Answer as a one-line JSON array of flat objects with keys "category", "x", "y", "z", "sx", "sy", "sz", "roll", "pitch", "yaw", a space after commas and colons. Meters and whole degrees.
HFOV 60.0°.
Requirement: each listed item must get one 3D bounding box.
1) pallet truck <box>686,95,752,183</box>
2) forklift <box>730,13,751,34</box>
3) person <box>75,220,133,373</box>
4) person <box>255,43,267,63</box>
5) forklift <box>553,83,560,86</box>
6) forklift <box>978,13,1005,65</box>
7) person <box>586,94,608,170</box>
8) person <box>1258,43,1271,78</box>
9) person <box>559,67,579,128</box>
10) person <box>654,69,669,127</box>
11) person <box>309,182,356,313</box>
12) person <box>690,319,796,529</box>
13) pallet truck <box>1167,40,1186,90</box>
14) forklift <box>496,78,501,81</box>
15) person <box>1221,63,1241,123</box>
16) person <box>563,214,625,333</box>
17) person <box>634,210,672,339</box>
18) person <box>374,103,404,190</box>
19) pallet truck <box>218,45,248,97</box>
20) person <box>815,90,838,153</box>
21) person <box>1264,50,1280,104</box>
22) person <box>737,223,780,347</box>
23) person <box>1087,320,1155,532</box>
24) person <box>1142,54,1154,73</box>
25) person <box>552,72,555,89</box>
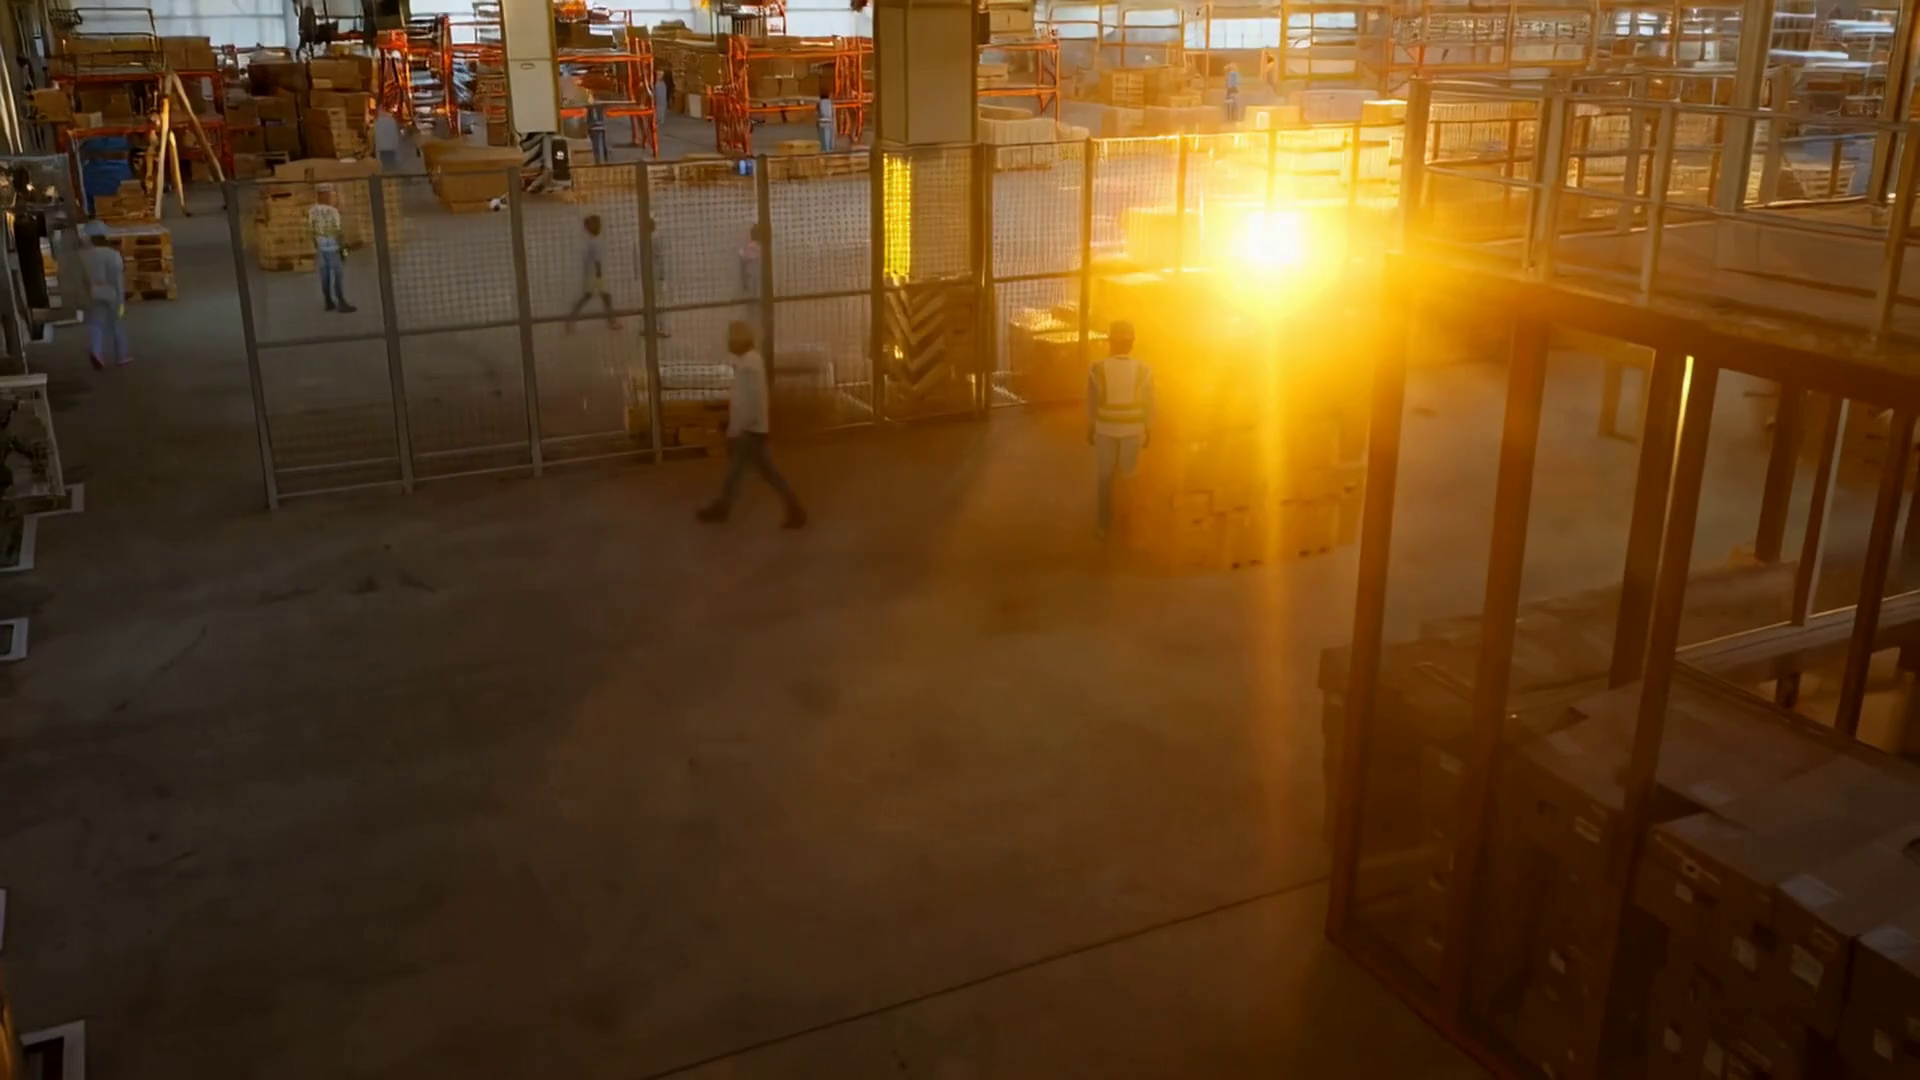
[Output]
[{"category": "pallet truck", "x": -5.836, "y": -9.608, "z": 39.856, "sx": 0.823, "sy": 1.965, "sz": 1.885, "roll": 10, "pitch": 22, "yaw": 27}, {"category": "forklift", "x": -10.475, "y": -23.842, "z": 79.782, "sx": 1.129, "sy": 2.768, "sz": 1.873, "roll": -9, "pitch": 21, "yaw": -25}, {"category": "person", "x": -10.928, "y": -3.104, "z": 21.167, "sx": 0.595, "sy": 1.900, "sz": 0.886, "roll": -1, "pitch": 19, "yaw": -4}, {"category": "person", "x": -29.187, "y": -19.847, "z": 69.664, "sx": 0.547, "sy": 1.922, "sz": 0.615, "roll": 8, "pitch": 21, "yaw": 22}, {"category": "forklift", "x": -18.163, "y": -20.909, "z": 71.281, "sx": 1.873, "sy": 2.768, "sz": 1.129, "roll": -12, "pitch": 22, "yaw": -31}, {"category": "forklift", "x": 1.123, "y": -23.530, "z": 78.880, "sx": 1.873, "sy": 2.768, "sz": 1.129, "roll": 6, "pitch": 20, "yaw": 17}, {"category": "person", "x": -9.200, "y": -10.357, "z": 42.219, "sx": 0.578, "sy": 1.877, "sz": 0.355, "roll": -17, "pitch": 25, "yaw": -40}, {"category": "person", "x": 12.833, "y": -19.763, "z": 69.473, "sx": 1.042, "sy": 1.880, "sz": 0.647, "roll": -5, "pitch": 20, "yaw": -15}, {"category": "person", "x": -12.474, "y": -14.133, "z": 53.103, "sx": 0.644, "sy": 1.916, "sz": 0.703, "roll": 0, "pitch": 19, "yaw": -1}, {"category": "person", "x": -9.578, "y": -14.158, "z": 53.299, "sx": 0.404, "sy": 1.826, "sz": 0.571, "roll": 15, "pitch": 24, "yaw": 38}, {"category": "person", "x": -9.332, "y": -4.337, "z": 24.677, "sx": 0.542, "sy": 1.931, "sz": 0.375, "roll": 9, "pitch": 21, "yaw": 25}, {"category": "person", "x": -1.980, "y": -1.037, "z": 15.096, "sx": 1.012, "sy": 1.937, "sz": 0.644, "roll": 1, "pitch": 19, "yaw": 4}, {"category": "pallet truck", "x": 9.045, "y": -19.971, "z": 69.895, "sx": 0.823, "sy": 1.965, "sz": 1.885, "roll": -3, "pitch": 19, "yaw": -8}, {"category": "forklift", "x": -16.280, "y": -17.529, "z": 61.485, "sx": 1.873, "sy": 2.768, "sz": 1.129, "roll": -9, "pitch": 21, "yaw": -25}, {"category": "person", "x": 8.925, "y": -14.689, "z": 54.712, "sx": 0.570, "sy": 1.907, "sz": 0.771, "roll": 11, "pitch": 22, "yaw": 29}, {"category": "person", "x": -5.204, "y": -3.742, "z": 23.364, "sx": 0.867, "sy": 1.653, "sz": 0.520, "roll": -17, "pitch": 26, "yaw": -41}, {"category": "person", "x": -4.267, "y": -3.664, "z": 22.967, "sx": 0.533, "sy": 1.772, "sz": 0.296, "roll": 14, "pitch": 23, "yaw": 35}, {"category": "person", "x": -13.198, "y": -9.063, "z": 38.304, "sx": 0.639, "sy": 1.974, "sz": 0.480, "roll": 9, "pitch": 21, "yaw": 23}, {"category": "pallet truck", "x": -28.879, "y": -18.665, "z": 66.111, "sx": 0.823, "sy": 1.965, "sz": 1.885, "roll": -3, "pitch": 19, "yaw": -9}, {"category": "person", "x": -3.538, "y": -10.944, "z": 43.962, "sx": 0.635, "sy": 1.842, "sz": 0.429, "roll": -7, "pitch": 20, "yaw": -19}, {"category": "person", "x": 11.851, "y": -17.427, "z": 62.623, "sx": 0.750, "sy": 1.934, "sz": 0.609, "roll": 6, "pitch": 20, "yaw": 16}, {"category": "person", "x": -2.559, "y": -3.214, "z": 21.604, "sx": 0.620, "sy": 1.814, "sz": 0.714, "roll": 13, "pitch": 23, "yaw": 32}, {"category": "person", "x": 1.448, "y": -1.015, "z": 15.013, "sx": 0.614, "sy": 1.950, "sz": 0.375, "roll": 1, "pitch": 19, "yaw": 4}, {"category": "person", "x": 7.433, "y": -18.470, "z": 66.054, "sx": 0.548, "sy": 1.644, "sz": 0.889, "roll": -6, "pitch": 20, "yaw": -17}, {"category": "person", "x": -14.205, "y": -15.613, "z": 57.701, "sx": 0.510, "sy": 1.691, "sz": 0.887, "roll": -15, "pitch": 24, "yaw": -37}]
